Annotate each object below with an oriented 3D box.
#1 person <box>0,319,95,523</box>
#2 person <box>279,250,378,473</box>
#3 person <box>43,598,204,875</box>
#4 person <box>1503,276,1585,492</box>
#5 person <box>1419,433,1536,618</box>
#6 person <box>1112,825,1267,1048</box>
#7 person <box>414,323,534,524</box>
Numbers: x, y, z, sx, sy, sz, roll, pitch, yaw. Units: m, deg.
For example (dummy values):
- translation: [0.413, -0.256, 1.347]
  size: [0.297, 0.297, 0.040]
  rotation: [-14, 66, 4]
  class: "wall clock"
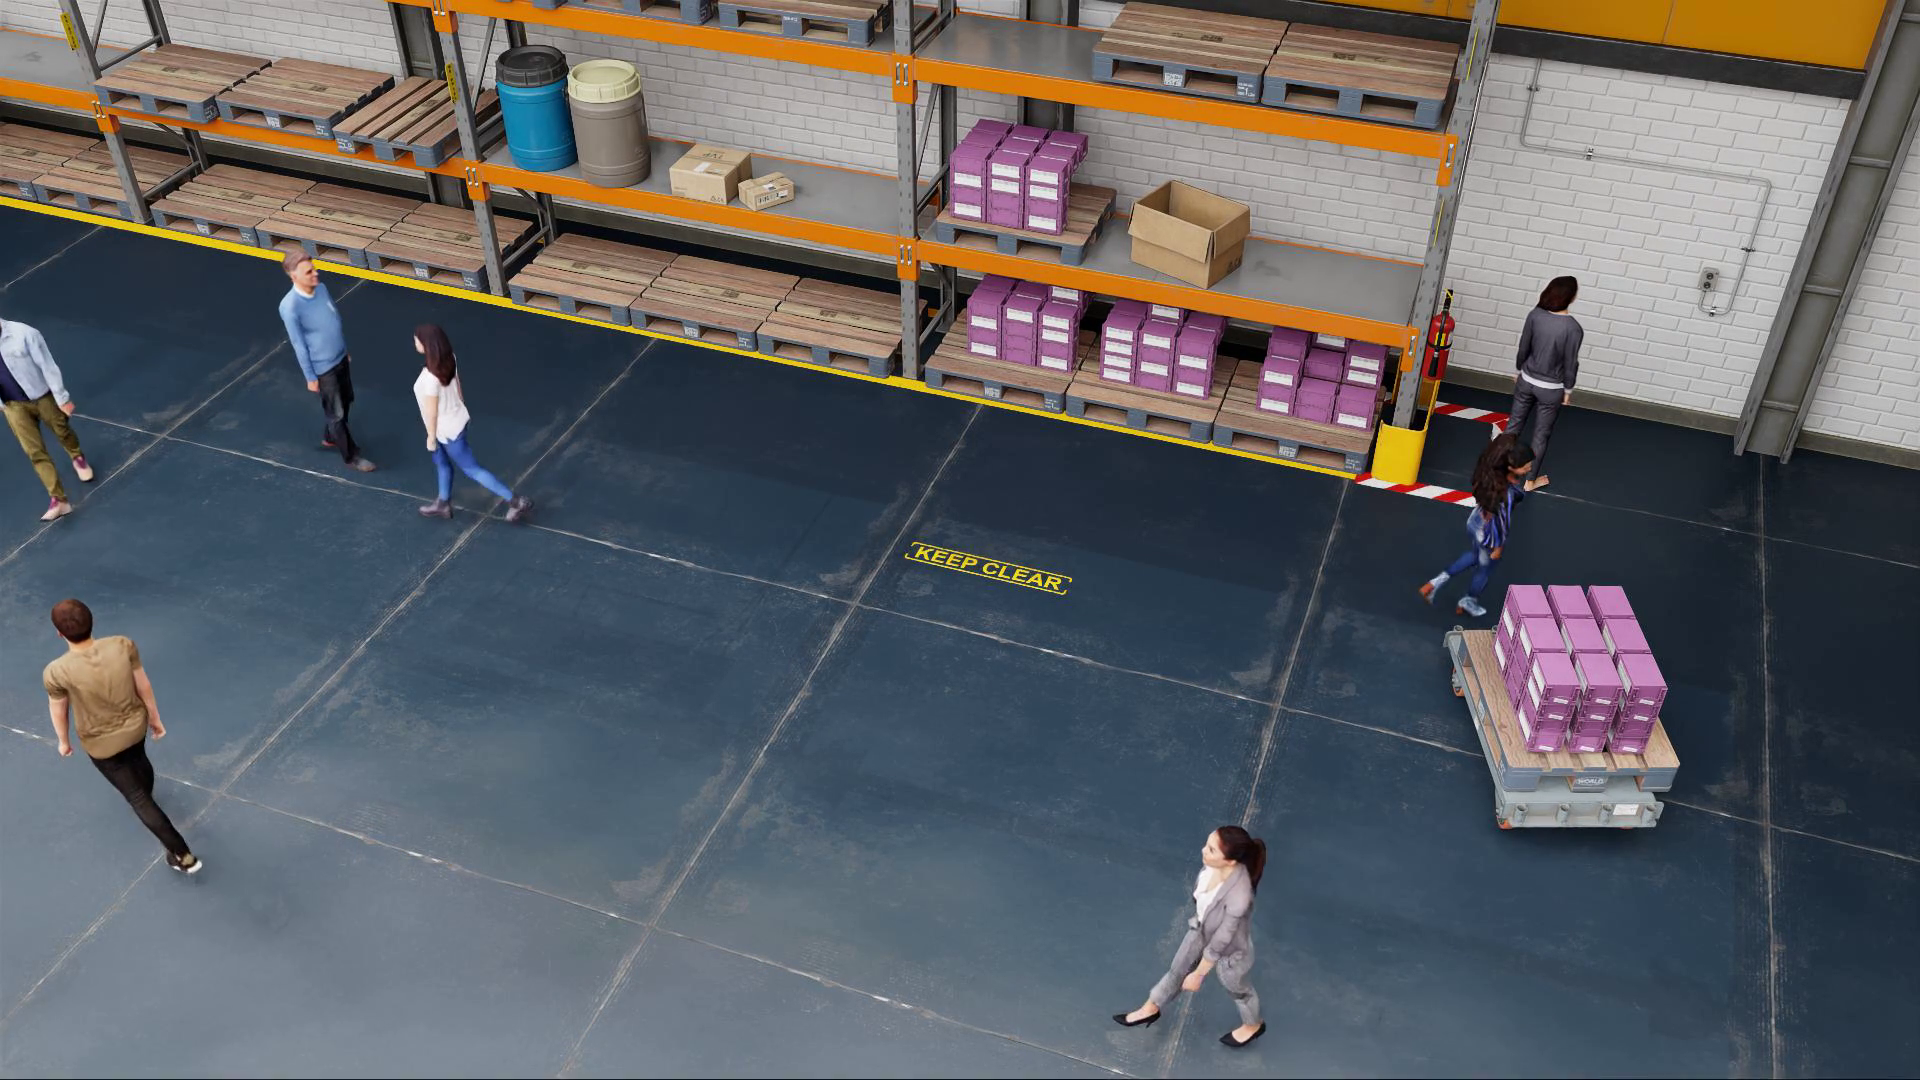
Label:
- translation: [-6.788, -1.069, 12.180]
  size: [1.197, 1.758, 1.157]
  rotation: [-8, 39, -9]
  class: "person"
- translation: [-4.816, -1.372, 12.514]
  size: [0.801, 1.815, 0.690]
  rotation: [9, 40, 11]
  class: "person"
- translation: [-4.711, 1.145, 9.363]
  size: [1.316, 1.813, 0.964]
  rotation: [27, 46, 30]
  class: "person"
- translation: [4.301, -1.164, 12.291]
  size: [0.750, 1.768, 0.610]
  rotation: [-32, 48, -34]
  class: "person"
- translation: [3.427, -0.051, 11.028]
  size: [0.874, 1.606, 0.790]
  rotation: [-5, 39, -6]
  class: "person"
- translation: [1.411, 2.049, 8.373]
  size: [1.127, 1.637, 0.910]
  rotation: [-4, 39, -5]
  class: "person"
- translation: [-3.544, -0.765, 11.889]
  size: [1.183, 1.646, 0.850]
  rotation: [0, 39, 0]
  class: "person"
